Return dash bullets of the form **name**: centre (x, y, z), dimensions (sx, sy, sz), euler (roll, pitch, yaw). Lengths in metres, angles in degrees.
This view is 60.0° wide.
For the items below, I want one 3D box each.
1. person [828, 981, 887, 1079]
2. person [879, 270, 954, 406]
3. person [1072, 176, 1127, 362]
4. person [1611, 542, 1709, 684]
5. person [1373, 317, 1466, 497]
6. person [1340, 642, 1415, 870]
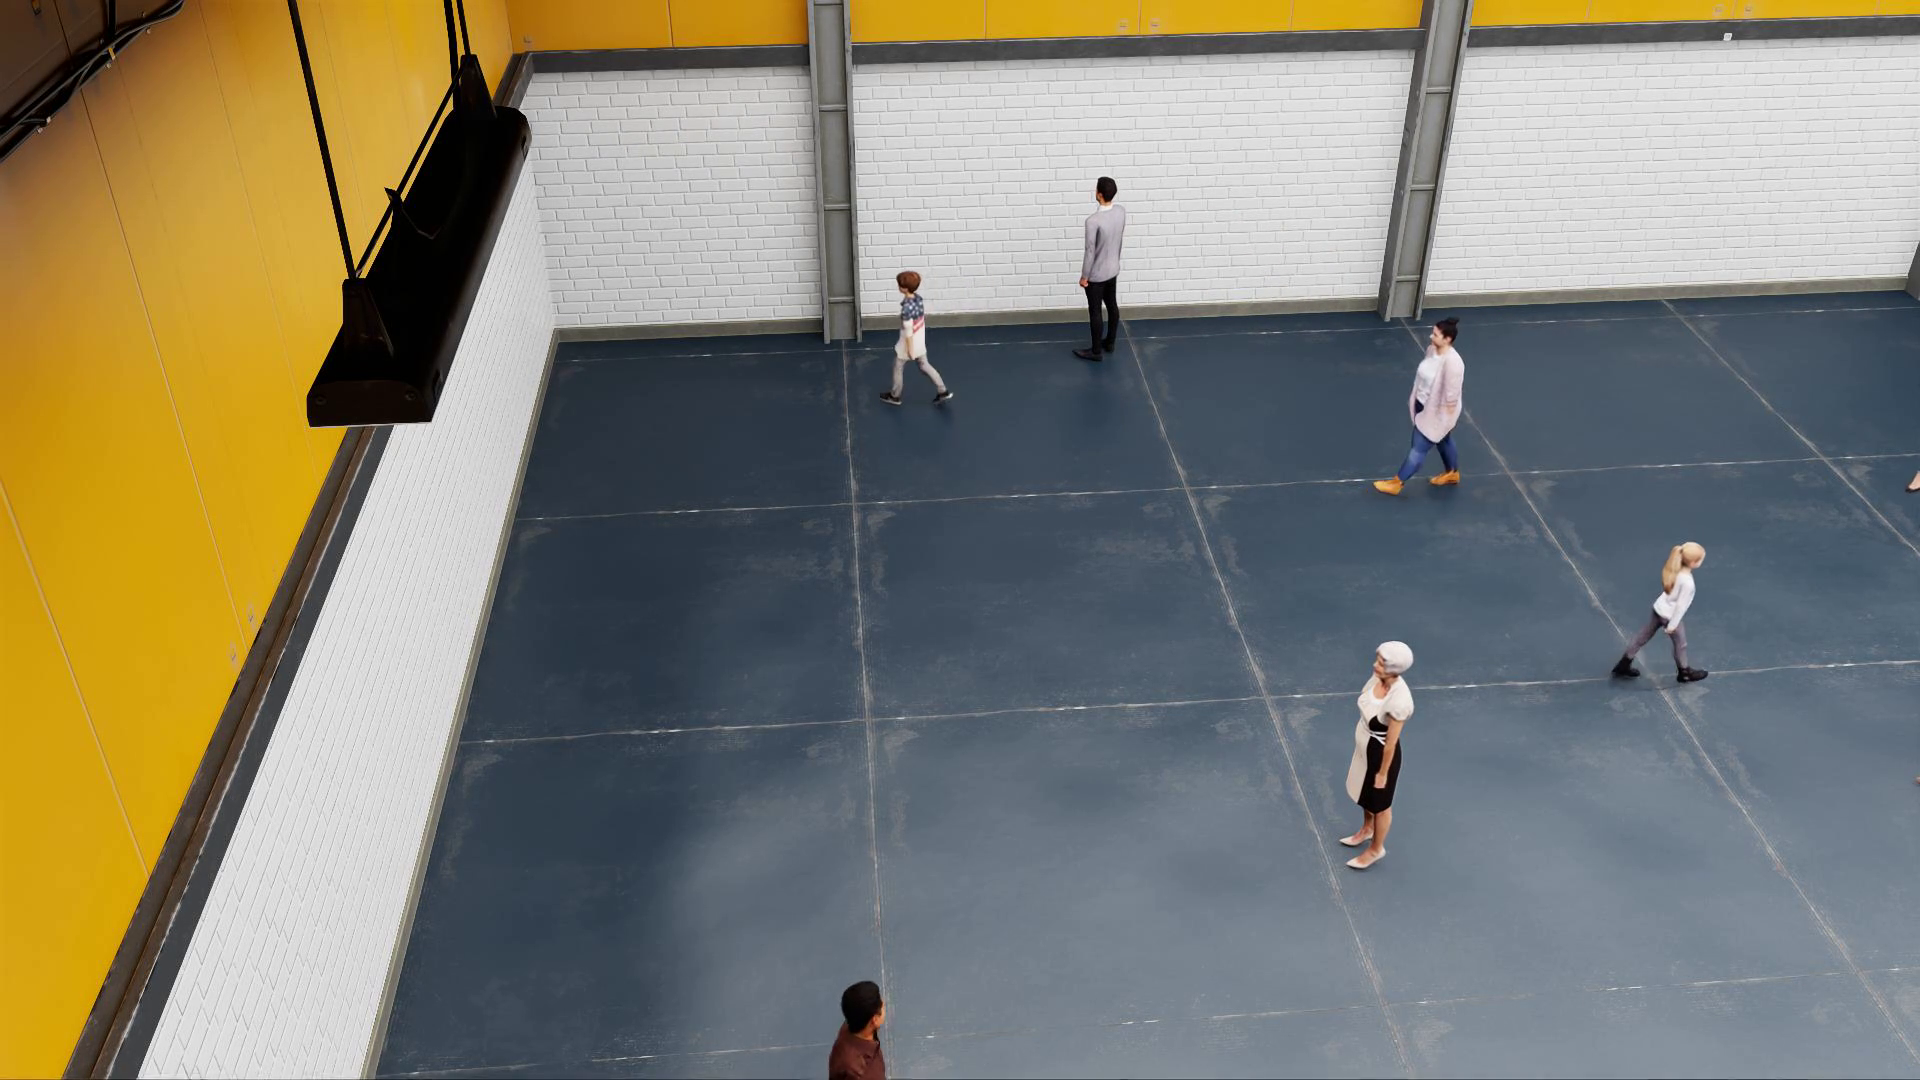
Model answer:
- **person**: centre (-0.585, 2.948, 8.294), dimensions (0.626, 1.740, 0.761), euler (7, 34, 10)
- **person**: centre (-0.393, -1.903, 15.887), dimensions (1.024, 1.412, 0.831), euler (15, 36, 21)
- **person**: centre (1.434, -2.715, 16.647), dimensions (0.900, 1.923, 0.822), euler (28, 43, 35)
- **person**: centre (5.188, 0.556, 12.340), dimensions (0.889, 1.244, 0.491), euler (-3, 34, -4)
- **person**: centre (4.235, -1.146, 14.488), dimensions (1.049, 1.701, 0.676), euler (-3, 34, -4)
- **person**: centre (2.697, 1.379, 10.643), dimensions (0.517, 1.751, 0.593), euler (-4, 34, -5)
